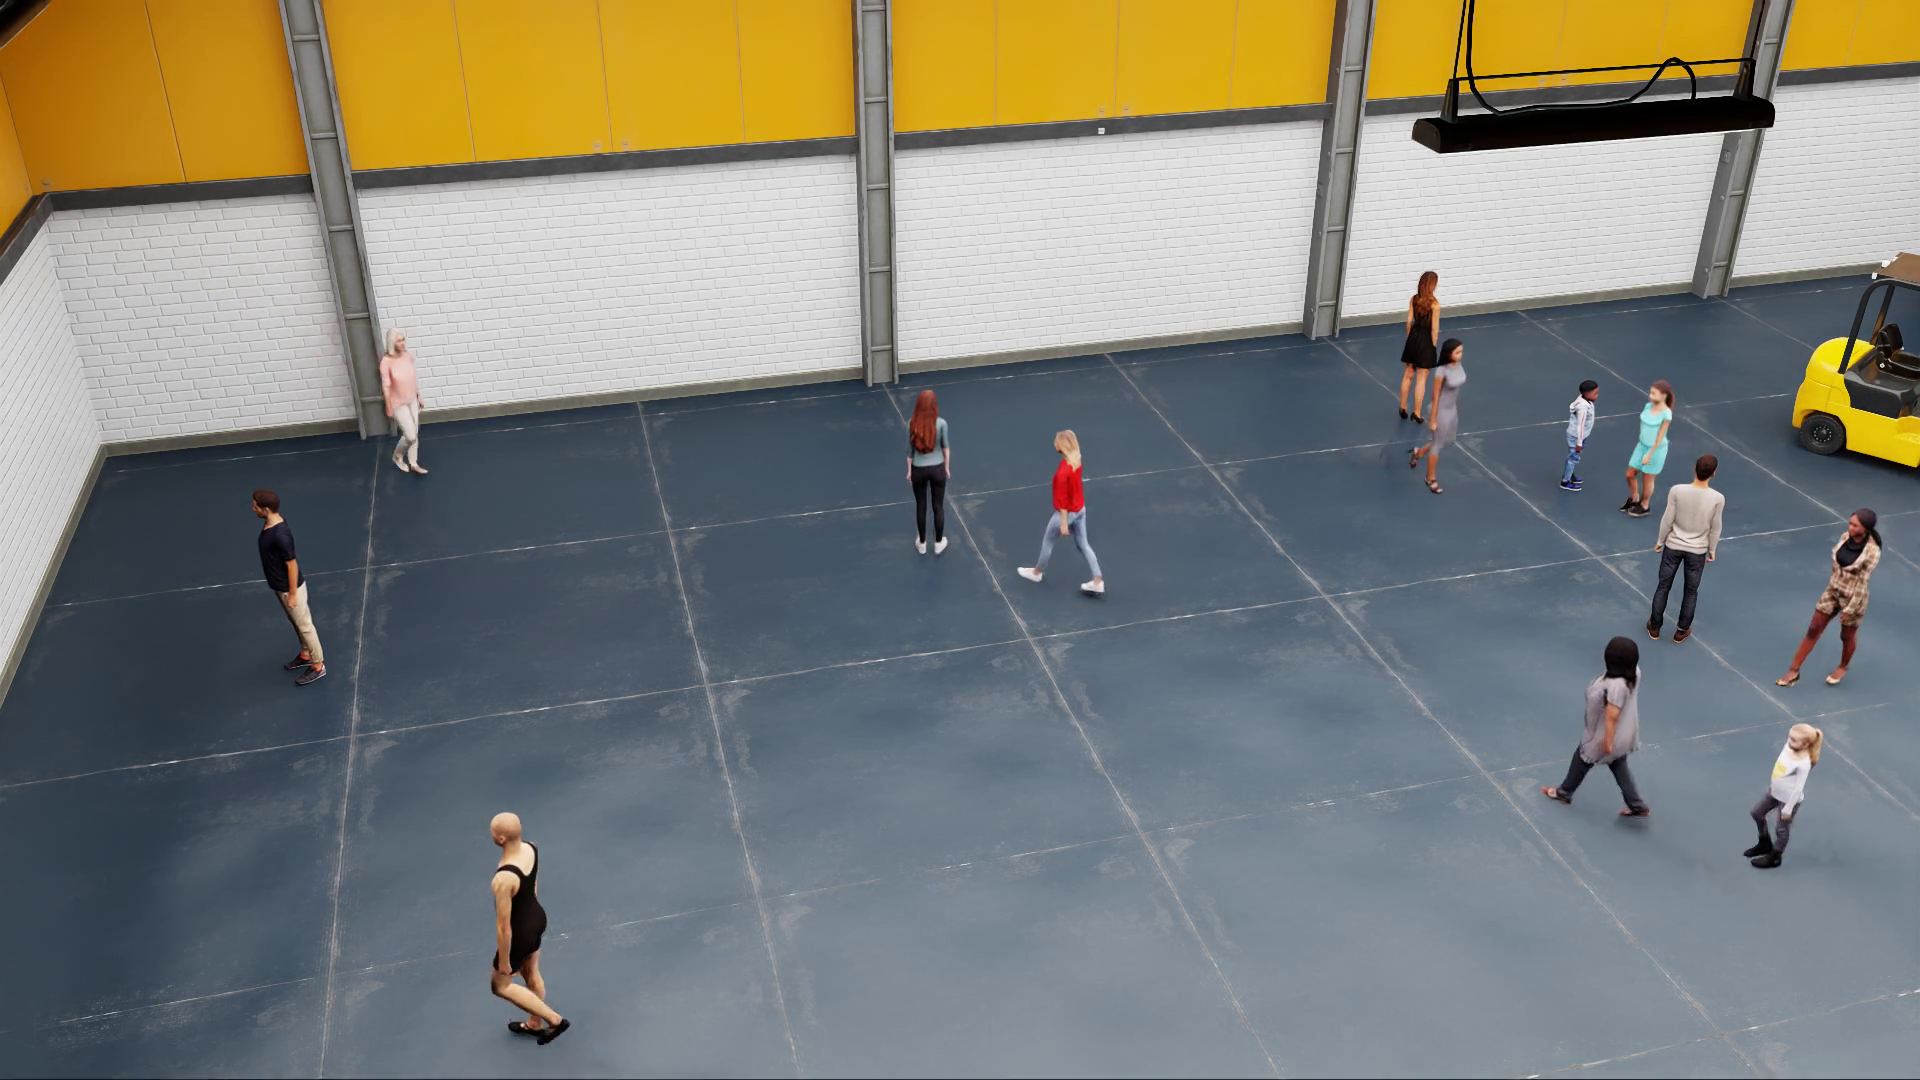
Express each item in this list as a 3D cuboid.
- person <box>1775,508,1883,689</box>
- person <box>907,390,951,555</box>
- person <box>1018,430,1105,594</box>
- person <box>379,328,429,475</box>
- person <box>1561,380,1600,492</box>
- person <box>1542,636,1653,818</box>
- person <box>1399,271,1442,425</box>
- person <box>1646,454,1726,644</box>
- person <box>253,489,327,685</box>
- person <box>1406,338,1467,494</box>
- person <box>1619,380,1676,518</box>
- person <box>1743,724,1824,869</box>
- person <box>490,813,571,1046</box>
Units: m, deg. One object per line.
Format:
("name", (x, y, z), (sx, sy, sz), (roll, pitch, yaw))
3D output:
("person", (7.695, 0.528, 14.339), (1.019, 1.755, 0.661), (-11, 31, -20))
("person", (-0.317, -0.676, 16.559), (0.551, 1.742, 0.701), (0, 29, 1))
("person", (1.107, -0.216, 15.806), (1.197, 1.655, 1.110), (14, 32, 24))
("person", (-6.139, -1.519, 18.134), (0.802, 1.714, 0.748), (12, 31, 20))
("person", (6.660, -1.149, 17.933), (0.619, 1.257, 0.573), (9, 30, 16))
("person", (5.076, 1.480, 12.782), (1.031, 1.574, 1.091), (24, 37, 37))
("person", (5.338, -2.230, 19.312), (0.667, 1.834, 0.665), (-23, 36, -35))
("person", (6.568, 0.073, 15.057), (0.723, 1.866, 0.805), (13, 31, 22))
("person", (-5.855, 0.381, 14.504), (0.651, 1.854, 0.700), (-19, 34, -30))
("person", (5.093, -1.358, 17.784), (0.859, 1.767, 0.846), (25, 38, 38))
("person", (7.232, -0.941, 17.252), (0.597, 1.544, 0.564), (-9, 30, -17))
("person", (6.179, 1.896, 12.332), (0.567, 1.274, 0.549), (-1, 29, -2))
("person", (-2.732, 2.520, 10.629), (0.869, 1.809, 0.829), (5, 29, 9))
